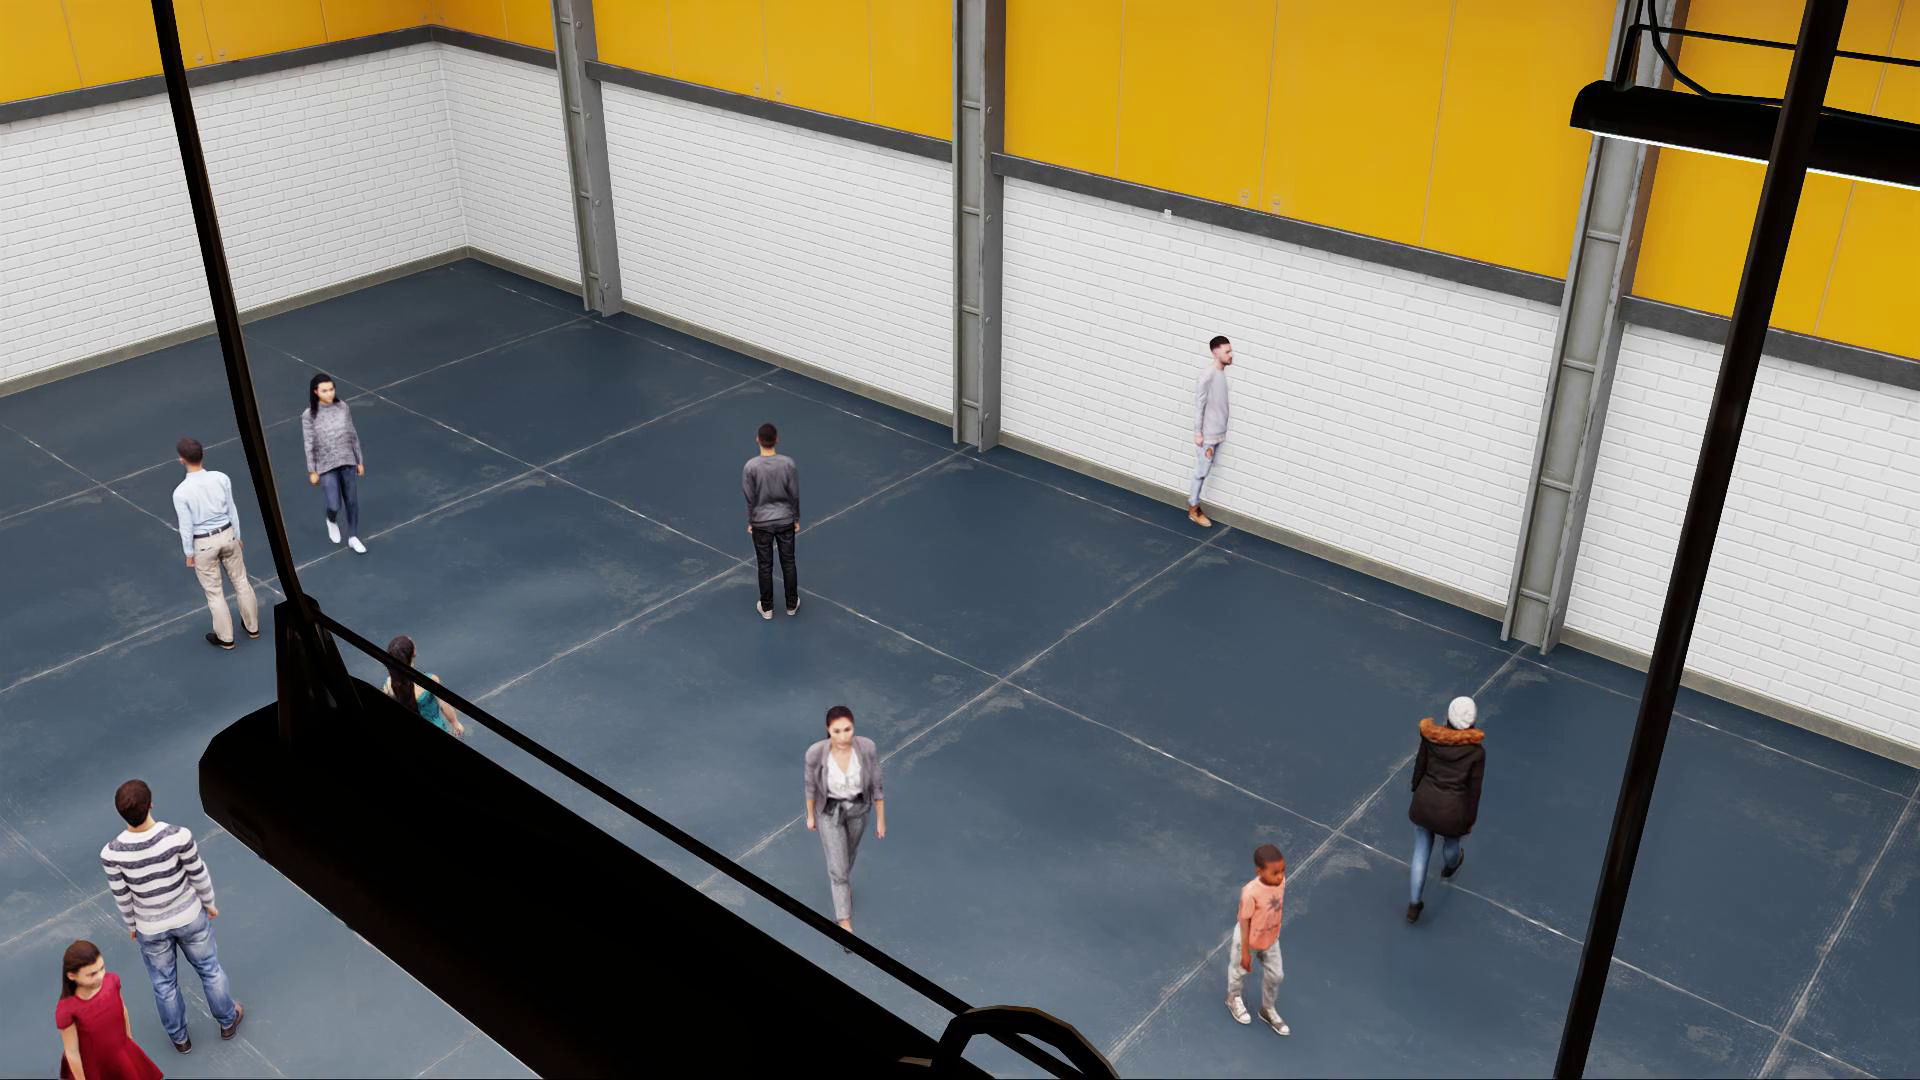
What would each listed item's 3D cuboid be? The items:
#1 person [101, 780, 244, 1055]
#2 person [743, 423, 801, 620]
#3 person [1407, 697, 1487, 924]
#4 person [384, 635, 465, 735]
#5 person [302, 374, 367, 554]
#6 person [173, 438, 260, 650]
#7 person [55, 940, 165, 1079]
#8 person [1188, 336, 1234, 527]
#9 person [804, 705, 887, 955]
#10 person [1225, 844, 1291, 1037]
[{"bbox_3d":[-4.534,2.155,9.535,0.723,1.854,0.693,-12,31,-21],"label":"person"},{"bbox_3d":[-1.559,-0.159,13.875,0.702,1.761,0.733,-6,29,-11],"label":"person"},{"bbox_3d":[3.035,1.736,10.568,0.978,1.600,0.782,16,32,27],"label":"person"},{"bbox_3d":[-3.579,1.416,11.110,1.011,1.643,0.967,2,29,4],"label":"person"},{"bbox_3d":[-5.634,-0.708,14.918,0.674,1.725,0.704,-23,36,-36],"label":"person"},{"bbox_3d":[-6.037,0.027,13.447,0.581,1.844,0.625,22,35,34],"label":"person"},{"bbox_3d":[-4.600,2.731,8.848,1.105,1.501,0.684,17,33,28],"label":"person"},{"bbox_3d":[2.339,-1.040,15.411,0.704,1.837,0.609,-24,36,-36],"label":"person"},{"bbox_3d":[-0.746,1.716,10.573,1.022,1.631,1.170,-7,29,-13],"label":"person"},{"bbox_3d":[1.713,2.301,9.852,0.639,1.295,0.739,-11,31,-20],"label":"person"}]
